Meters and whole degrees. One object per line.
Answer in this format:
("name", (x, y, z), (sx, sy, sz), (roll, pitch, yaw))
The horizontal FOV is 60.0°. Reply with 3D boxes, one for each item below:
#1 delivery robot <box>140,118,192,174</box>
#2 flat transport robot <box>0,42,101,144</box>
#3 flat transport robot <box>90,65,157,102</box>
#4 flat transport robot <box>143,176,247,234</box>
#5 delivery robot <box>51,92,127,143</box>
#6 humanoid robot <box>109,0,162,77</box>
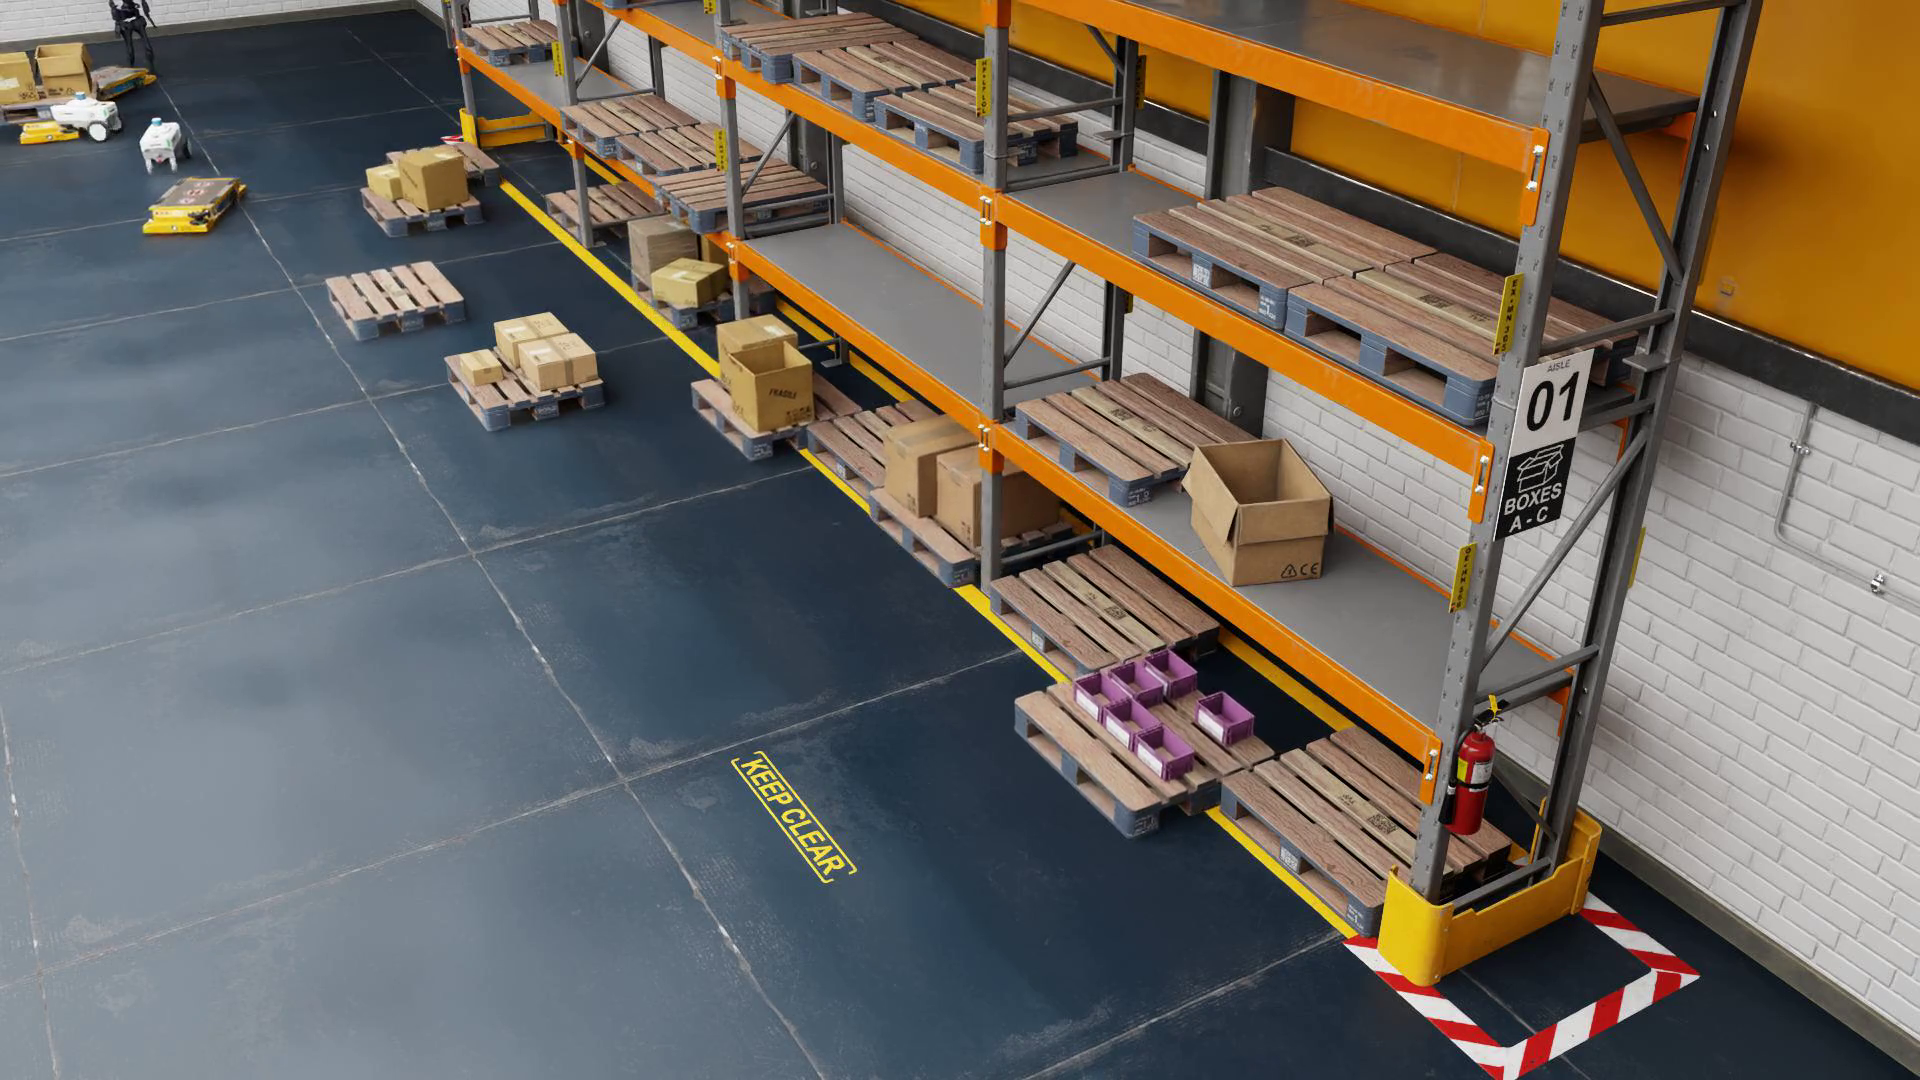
("delivery robot", (-9.386, -4.660, 19.579), (0.499, 0.604, 0.808), (-7, 30, -12))
("flat transport robot", (-11.461, -5.291, 20.973), (0.659, 0.231, 1.431), (-12, 32, -21))
("flat transport robot", (-11.570, -6.129, 22.453), (0.659, 0.231, 1.431), (4, 30, 8))
("flat transport robot", (-8.306, -3.650, 18.076), (0.659, 0.231, 1.431), (-2, 30, -4))
("delivery robot", (-10.810, -5.245, 20.577), (0.750, 0.570, 0.499), (1, 30, 1))
("humanoid robot", (-11.411, -7.183, 22.889), (0.343, 1.640, 0.584), (16, 33, 26))
